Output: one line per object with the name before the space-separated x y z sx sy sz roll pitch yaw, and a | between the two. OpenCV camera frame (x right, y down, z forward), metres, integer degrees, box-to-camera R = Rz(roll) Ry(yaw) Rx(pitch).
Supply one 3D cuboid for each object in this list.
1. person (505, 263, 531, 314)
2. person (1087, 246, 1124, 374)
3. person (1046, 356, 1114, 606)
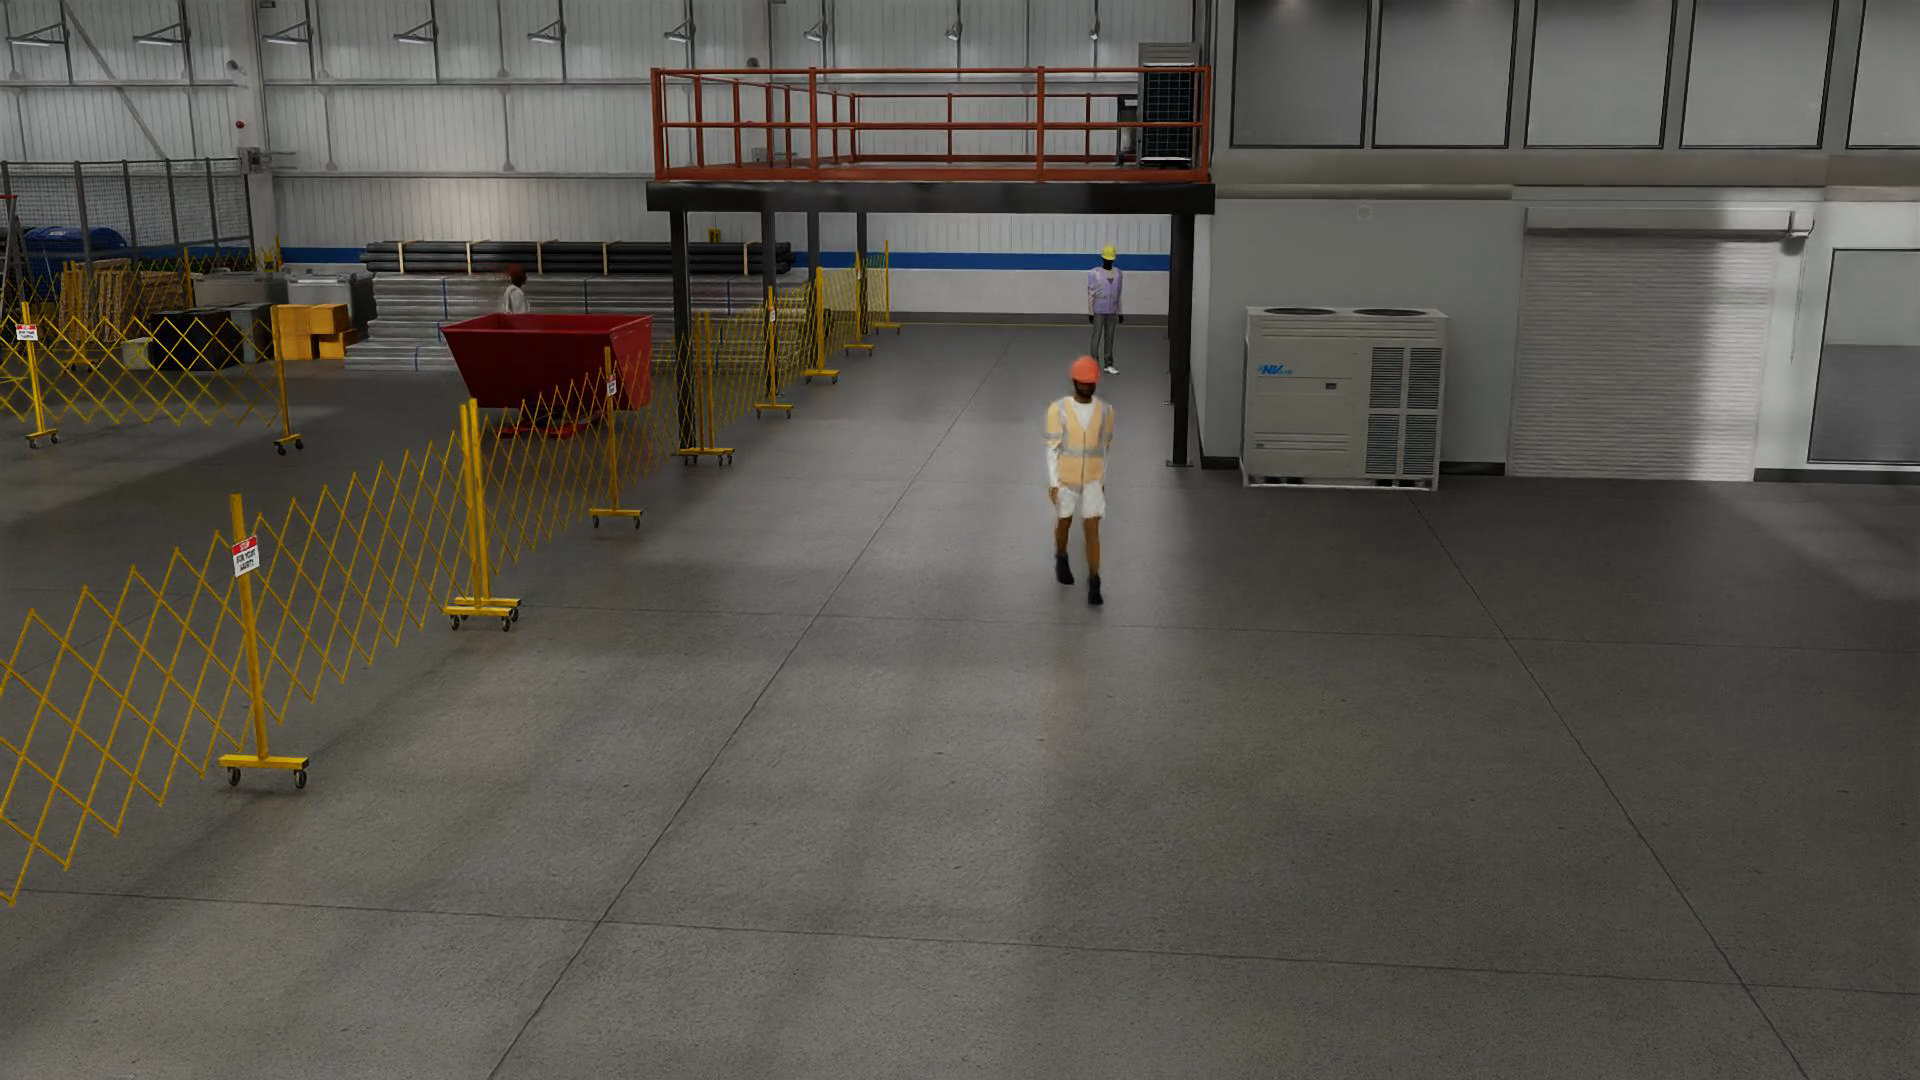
person | -5.980 -2.770 22.260 0.860 1.858 0.583 -6 15 -23
person | 2.176 -3.415 24.760 0.585 1.917 0.381 -6 15 -24
person | 0.922 -0.495 12.905 0.545 1.892 1.012 -2 14 -8
